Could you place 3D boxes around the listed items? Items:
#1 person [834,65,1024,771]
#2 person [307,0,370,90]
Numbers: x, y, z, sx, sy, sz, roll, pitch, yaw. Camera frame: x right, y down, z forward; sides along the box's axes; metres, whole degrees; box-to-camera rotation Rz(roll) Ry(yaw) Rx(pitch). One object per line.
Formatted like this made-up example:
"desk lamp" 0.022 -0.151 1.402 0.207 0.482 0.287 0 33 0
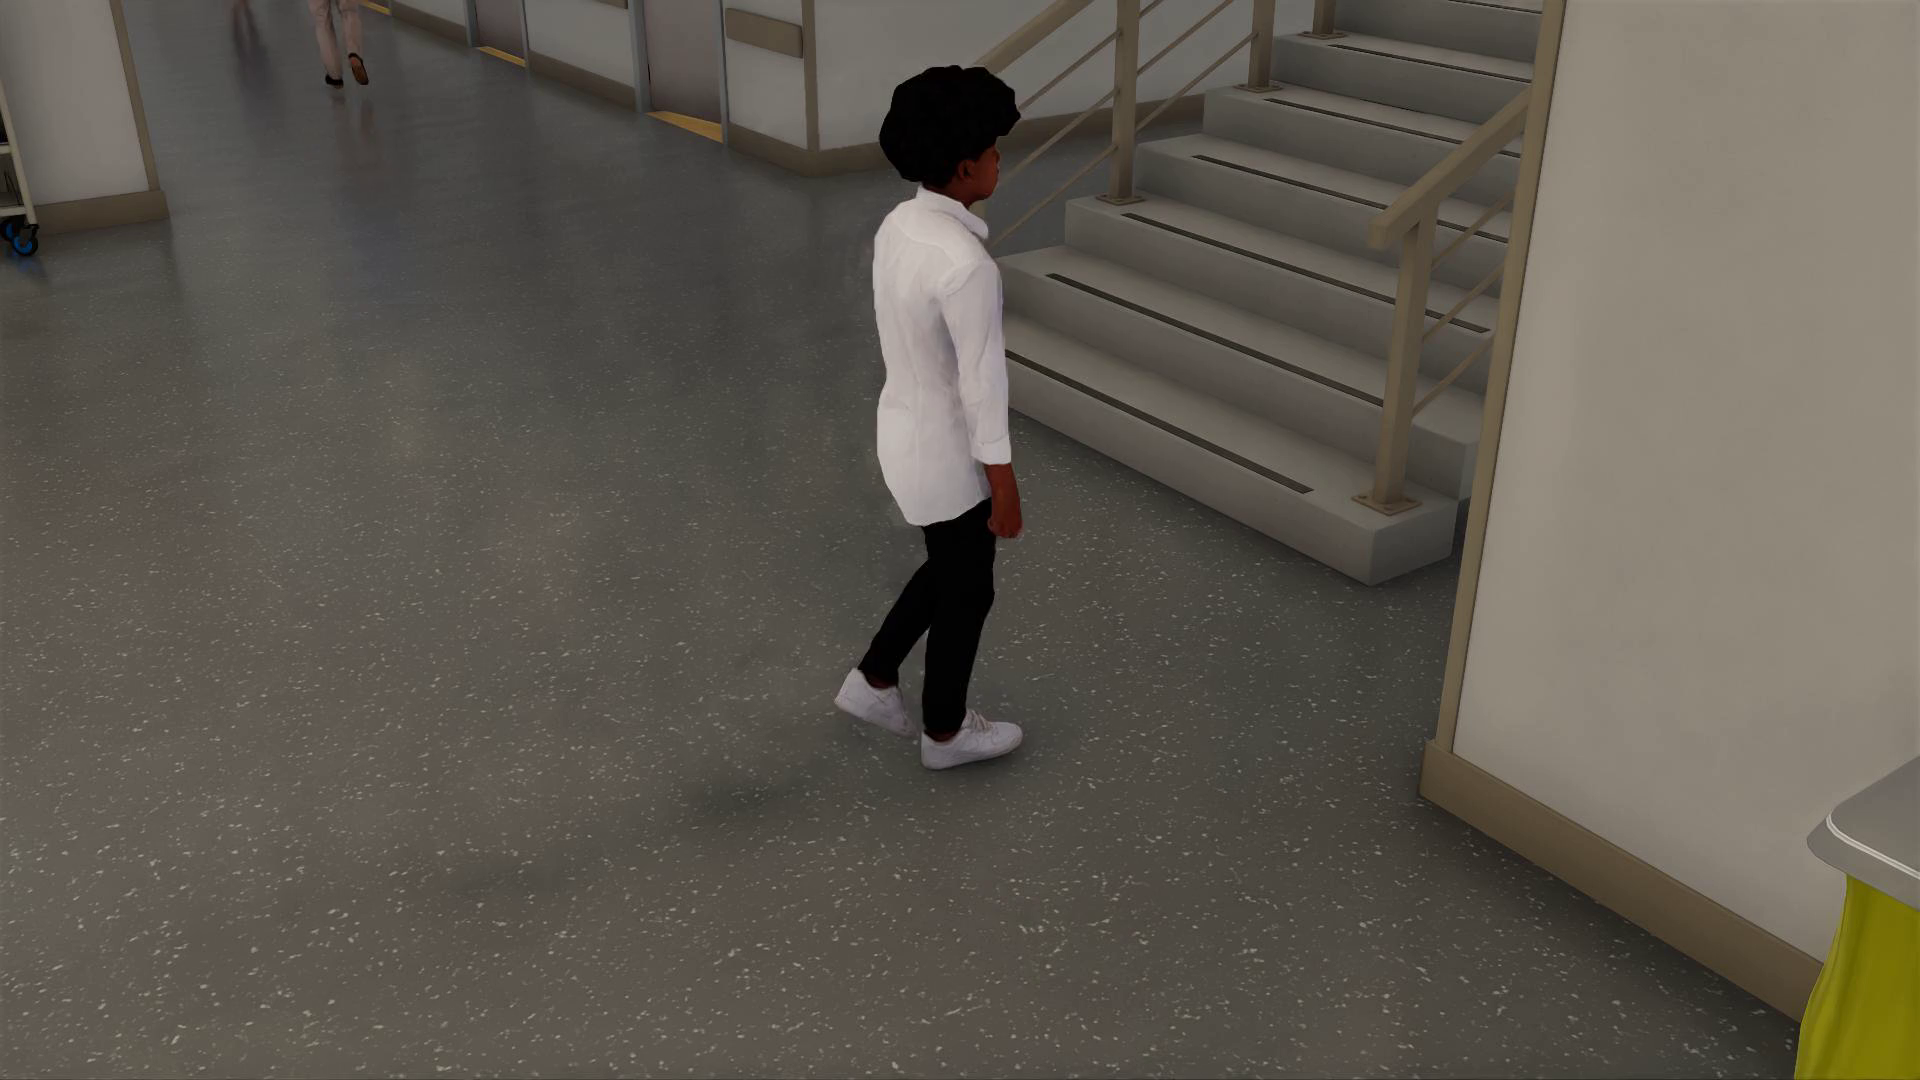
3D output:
"person" -0.113 -0.213 4.015 0.802 1.800 0.730 -10 28 -20
"person" -4.717 -4.270 12.400 0.886 1.824 0.785 -13 28 -24
